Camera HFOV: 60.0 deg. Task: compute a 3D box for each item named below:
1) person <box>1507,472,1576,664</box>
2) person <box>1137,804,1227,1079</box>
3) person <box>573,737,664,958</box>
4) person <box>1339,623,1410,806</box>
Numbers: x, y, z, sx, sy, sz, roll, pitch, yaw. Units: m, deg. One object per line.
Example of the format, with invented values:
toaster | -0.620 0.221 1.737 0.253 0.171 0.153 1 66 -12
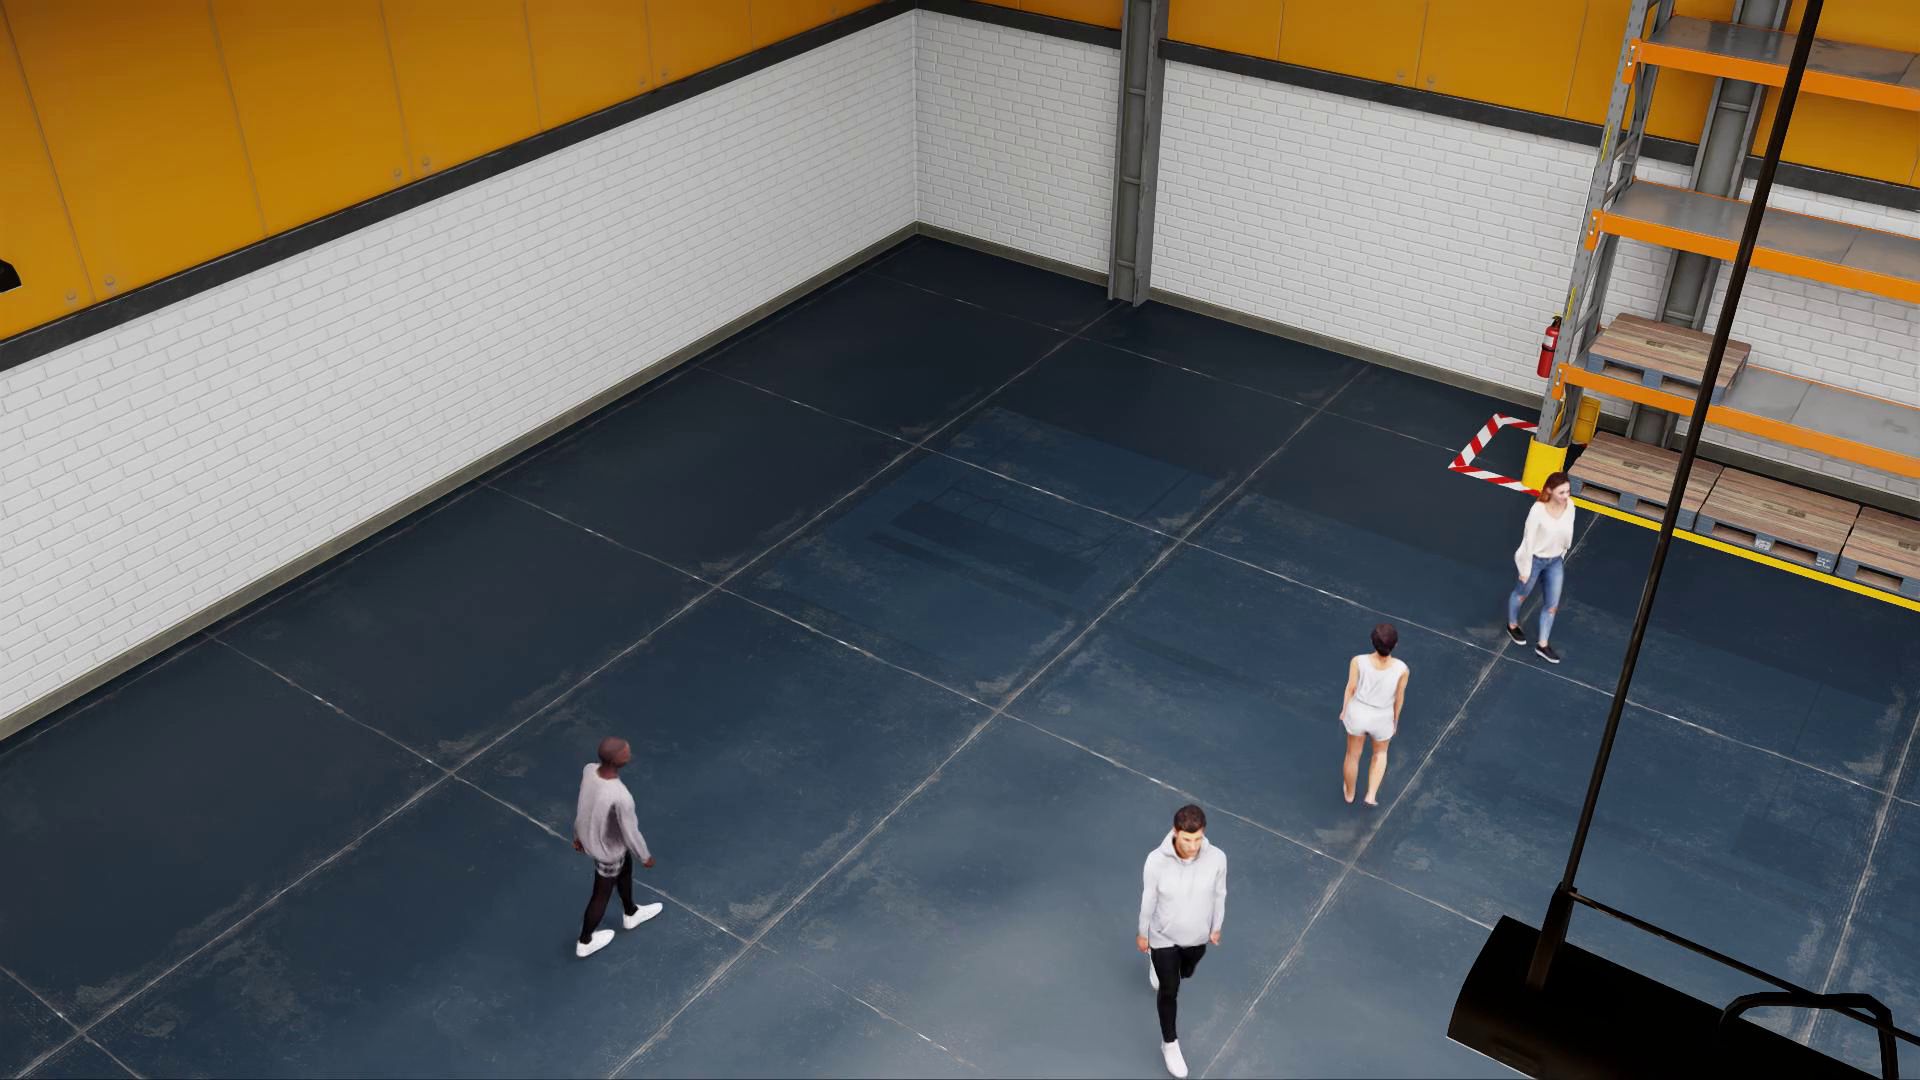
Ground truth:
person | 4.680 0.140 13.556 0.911 1.673 0.981 -8 34 -12
person | 1.302 2.297 10.102 1.154 1.904 1.229 -6 34 -10
person | -2.358 2.001 10.706 0.900 1.728 0.840 27 42 35
person | 2.923 1.307 11.870 0.662 1.596 0.734 7 34 11
